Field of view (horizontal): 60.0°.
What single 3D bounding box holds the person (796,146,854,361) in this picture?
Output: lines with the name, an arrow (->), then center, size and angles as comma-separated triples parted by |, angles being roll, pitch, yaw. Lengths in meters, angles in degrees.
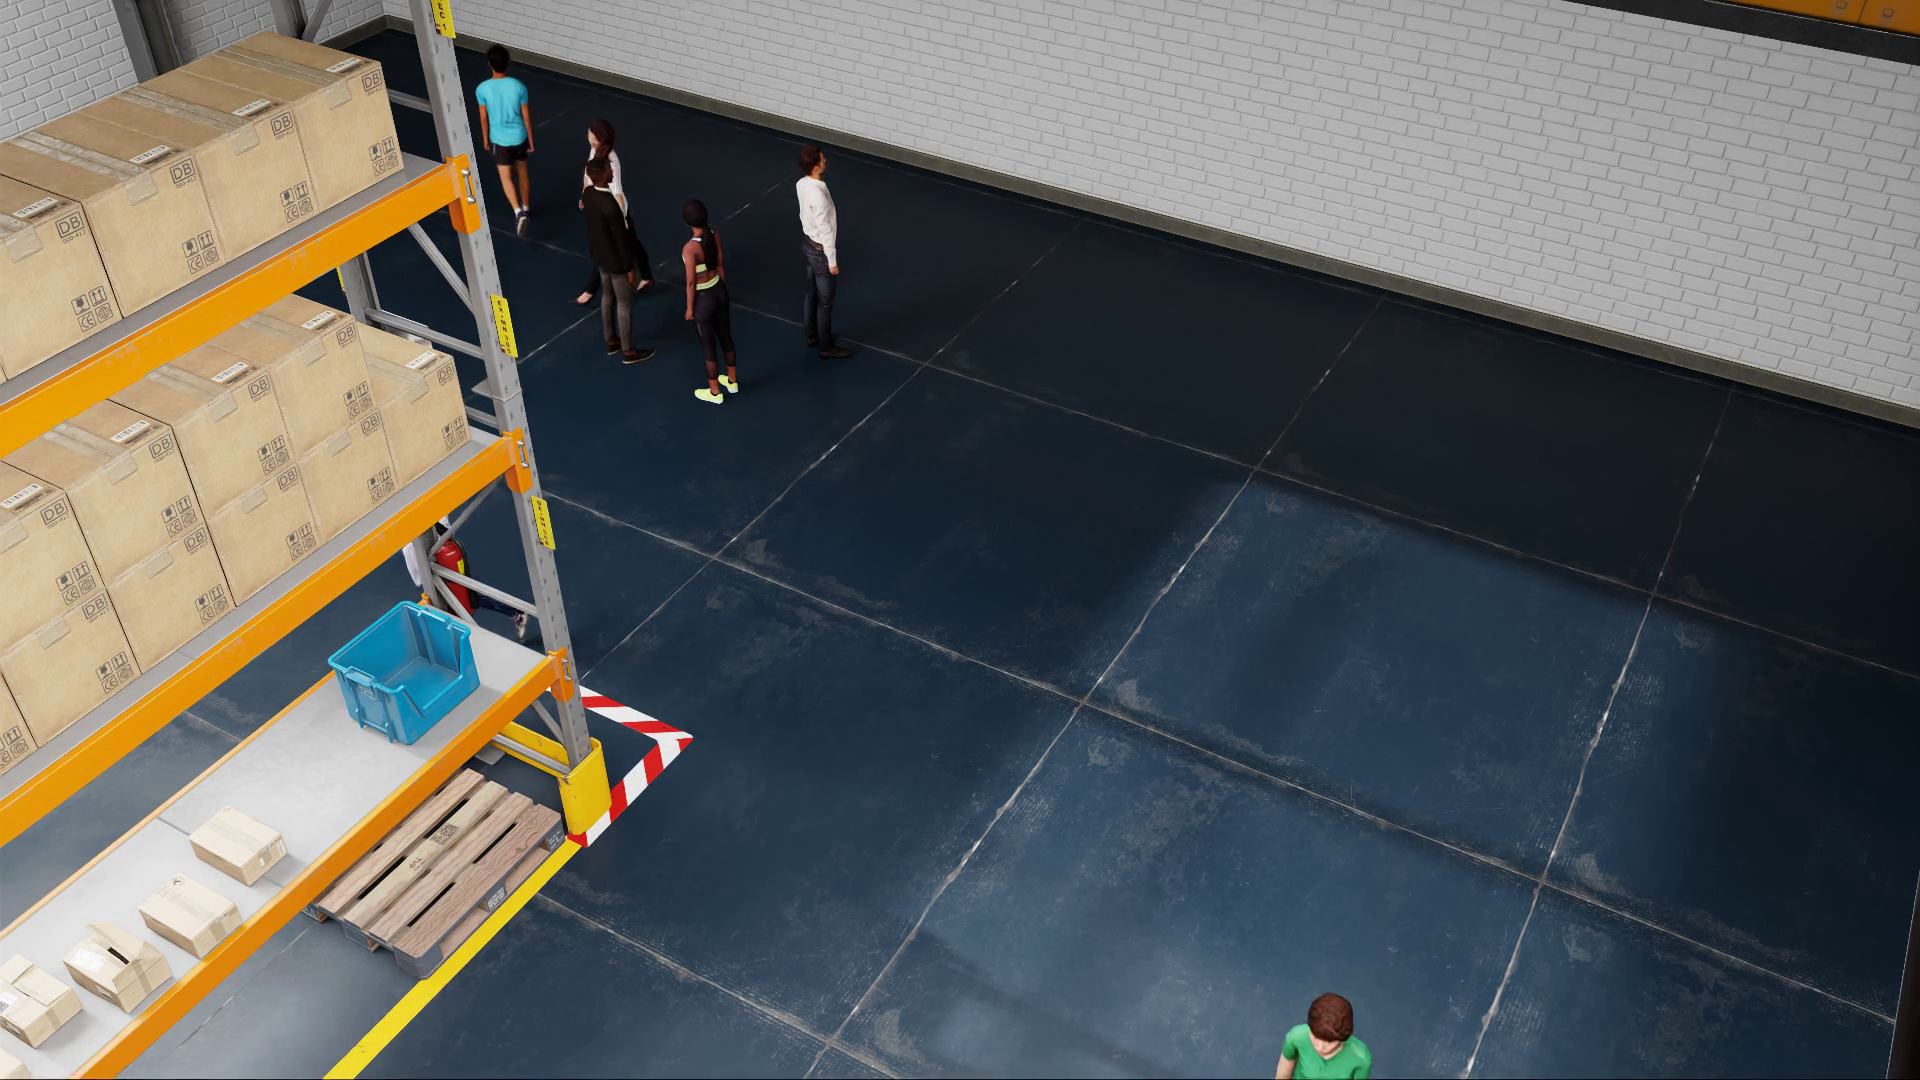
person -> -1.161, -2.370, 13.698 | 0.741, 1.871, 0.732 | -17, 42, -20

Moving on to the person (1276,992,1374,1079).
person -> 1.674, 2.589, 7.687 | 0.698, 1.624, 1.098 | 13, 40, 16

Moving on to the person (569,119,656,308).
person -> -2.897, -2.827, 14.367 | 1.163, 1.752, 1.068 | -11, 40, -14

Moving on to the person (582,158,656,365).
person -> -2.853, -2.300, 13.668 | 0.673, 1.800, 0.722 | -29, 47, -31

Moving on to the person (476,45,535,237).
person -> -4.169, -3.667, 15.413 | 1.050, 1.757, 1.071 | -12, 40, -15

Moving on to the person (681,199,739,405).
person -> -1.983, -1.891, 13.191 | 0.649, 1.755, 0.489 | 26, 46, 29
